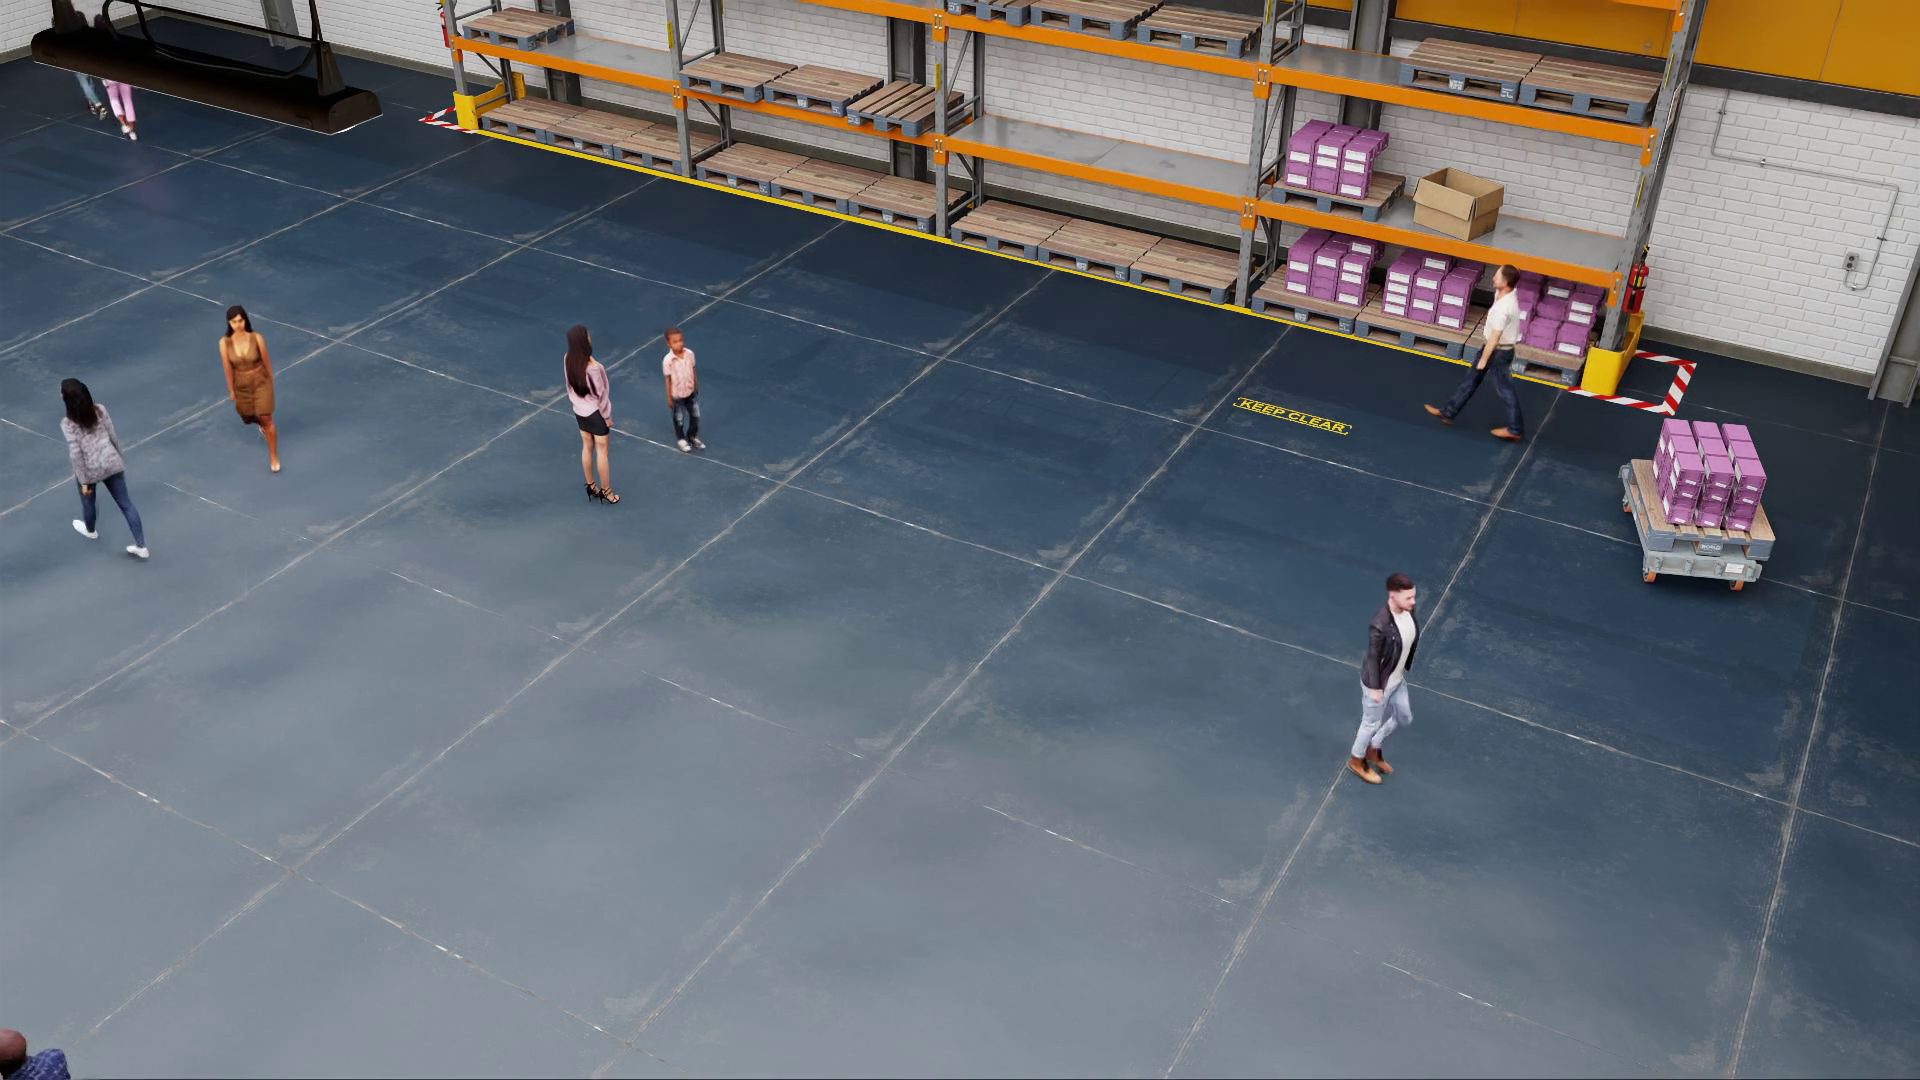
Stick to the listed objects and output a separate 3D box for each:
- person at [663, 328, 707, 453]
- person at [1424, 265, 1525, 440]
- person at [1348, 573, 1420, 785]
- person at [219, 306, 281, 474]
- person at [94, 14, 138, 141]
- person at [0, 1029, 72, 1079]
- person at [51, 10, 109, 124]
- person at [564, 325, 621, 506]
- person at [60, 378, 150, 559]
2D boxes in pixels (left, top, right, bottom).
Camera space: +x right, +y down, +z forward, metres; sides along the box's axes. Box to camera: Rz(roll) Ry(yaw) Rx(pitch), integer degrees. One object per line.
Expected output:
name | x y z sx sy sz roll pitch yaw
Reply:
person | -2.733 -1.481 16.150 0.602 1.299 0.631 -23 40 -30
person | 5.307 -1.769 16.128 1.270 1.804 0.826 11 35 17
person | 2.993 0.960 12.006 0.679 1.822 0.731 28 43 35
person | -6.723 -1.471 15.798 0.899 1.673 0.970 -10 35 -15
person | -11.762 -6.400 23.262 0.738 1.620 0.813 -19 38 -26
person | -4.615 3.203 8.662 1.036 1.789 0.737 14 36 20
person | -12.584 -6.895 23.857 1.248 1.784 0.864 26 42 34
person | -3.369 -1.138 15.172 0.490 1.811 0.693 22 39 29
person | -7.414 -0.581 14.440 1.100 1.695 0.698 20 39 28
